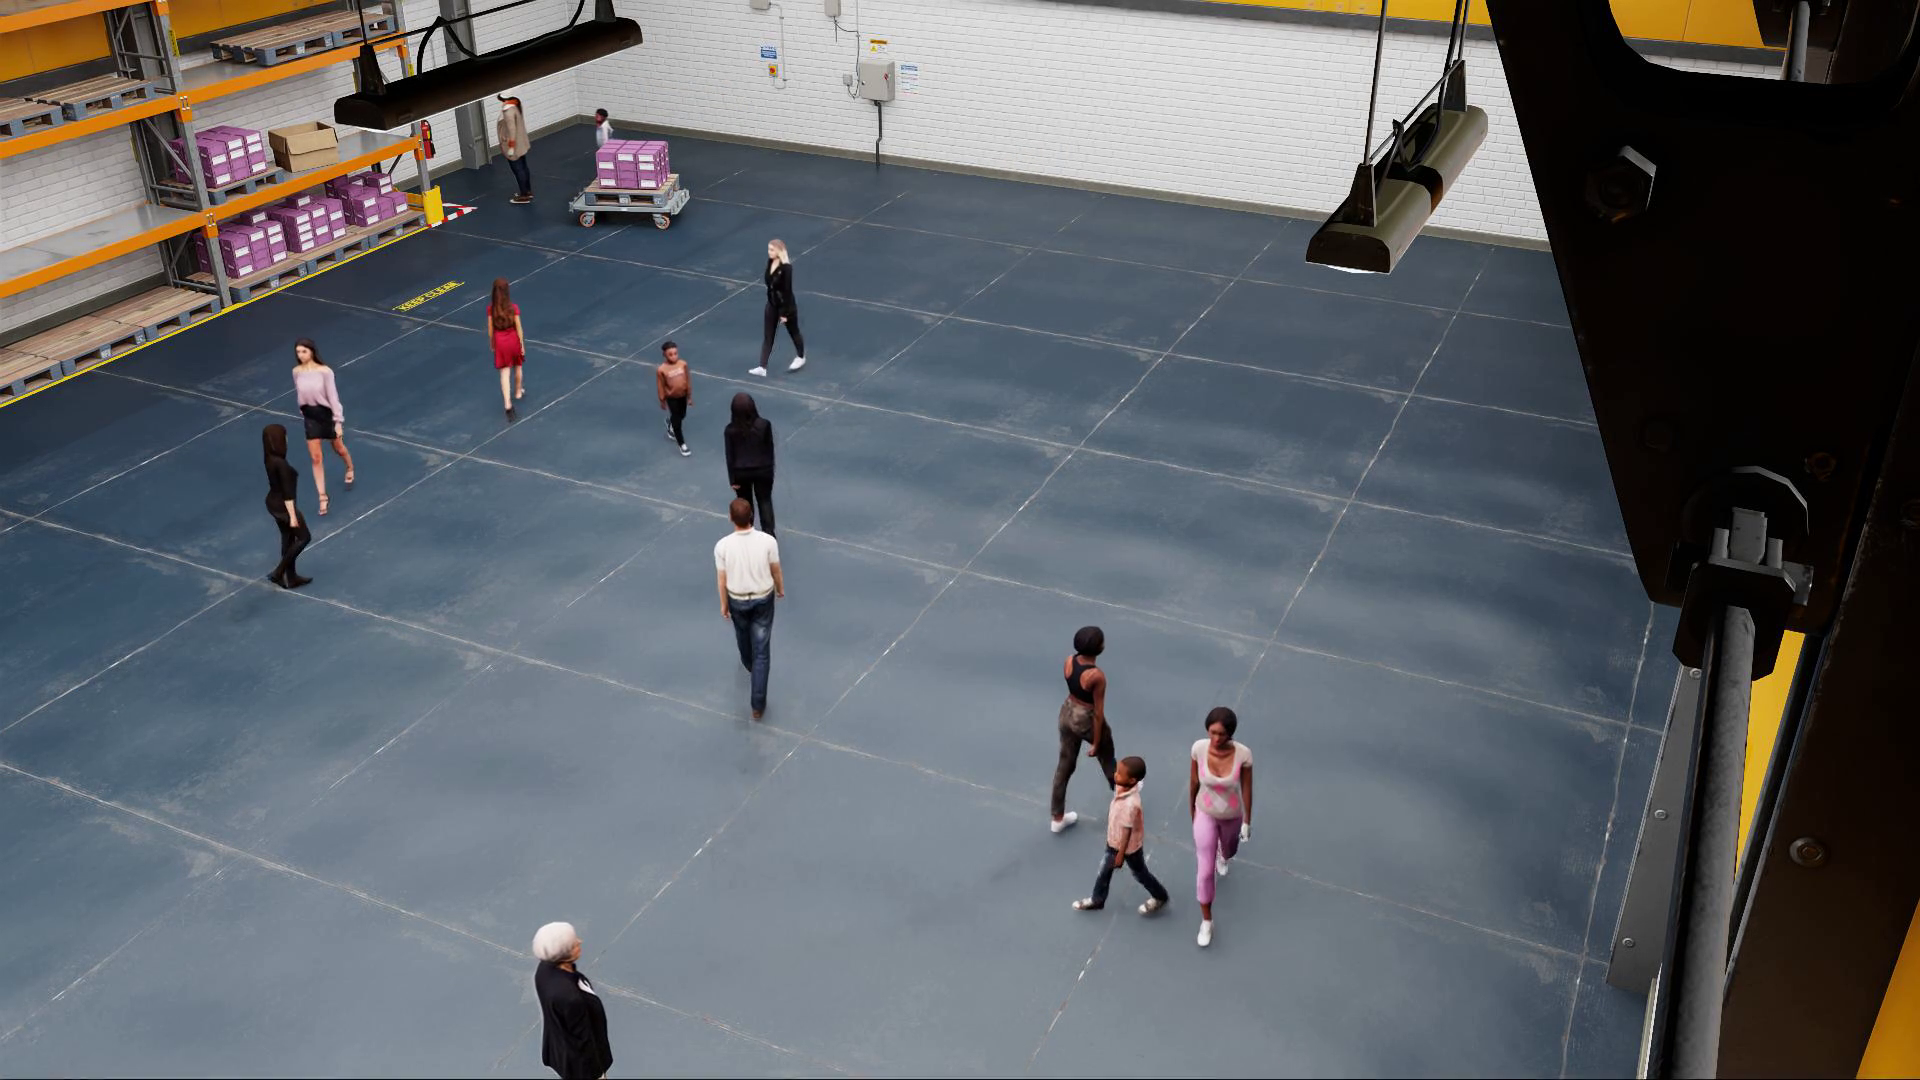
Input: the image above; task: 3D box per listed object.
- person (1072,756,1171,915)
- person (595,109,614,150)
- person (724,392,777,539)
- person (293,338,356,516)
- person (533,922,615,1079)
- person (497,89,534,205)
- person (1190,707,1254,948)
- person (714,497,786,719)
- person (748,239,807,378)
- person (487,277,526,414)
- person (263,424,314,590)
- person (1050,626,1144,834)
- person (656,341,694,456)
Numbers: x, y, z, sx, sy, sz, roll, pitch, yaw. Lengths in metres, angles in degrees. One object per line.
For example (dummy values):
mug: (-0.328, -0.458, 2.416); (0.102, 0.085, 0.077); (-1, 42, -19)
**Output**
person: (1.195, 2.029, 11.263); (0.884, 1.287, 0.902); (-5, 29, -9)
person: (-5.622, -6.239, 26.452); (0.618, 1.258, 0.550); (-7, 29, -13)
person: (-1.951, -0.608, 15.782); (1.014, 1.589, 1.113); (-8, 30, -14)
person: (-6.335, -1.198, 16.674); (0.898, 1.771, 1.179); (2, 29, 3)
person: (-2.009, 2.759, 8.910); (0.780, 1.782, 0.843); (-15, 32, -26)
person: (-6.849, -6.159, 25.643); (0.854, 1.893, 0.752); (0, 29, 0)
person: (1.751, 1.821, 11.208); (0.784, 1.706, 1.198); (5, 29, 10)
person: (-1.676, 0.573, 13.391); (1.097, 1.806, 1.314); (-3, 29, -5)
person: (-2.026, -2.740, 19.635); (0.824, 1.643, 1.177); (21, 35, 34)
person: (-5.109, -2.170, 18.710); (0.907, 1.529, 1.083); (-4, 29, -8)
person: (-6.197, -0.256, 15.093); (0.707, 1.632, 0.800); (23, 36, 35)
person: (0.819, 1.397, 12.032); (1.146, 1.661, 0.886); (-23, 36, -36)
person: (-3.076, -1.567, 17.908); (0.879, 1.238, 0.847); (-17, 33, -28)
